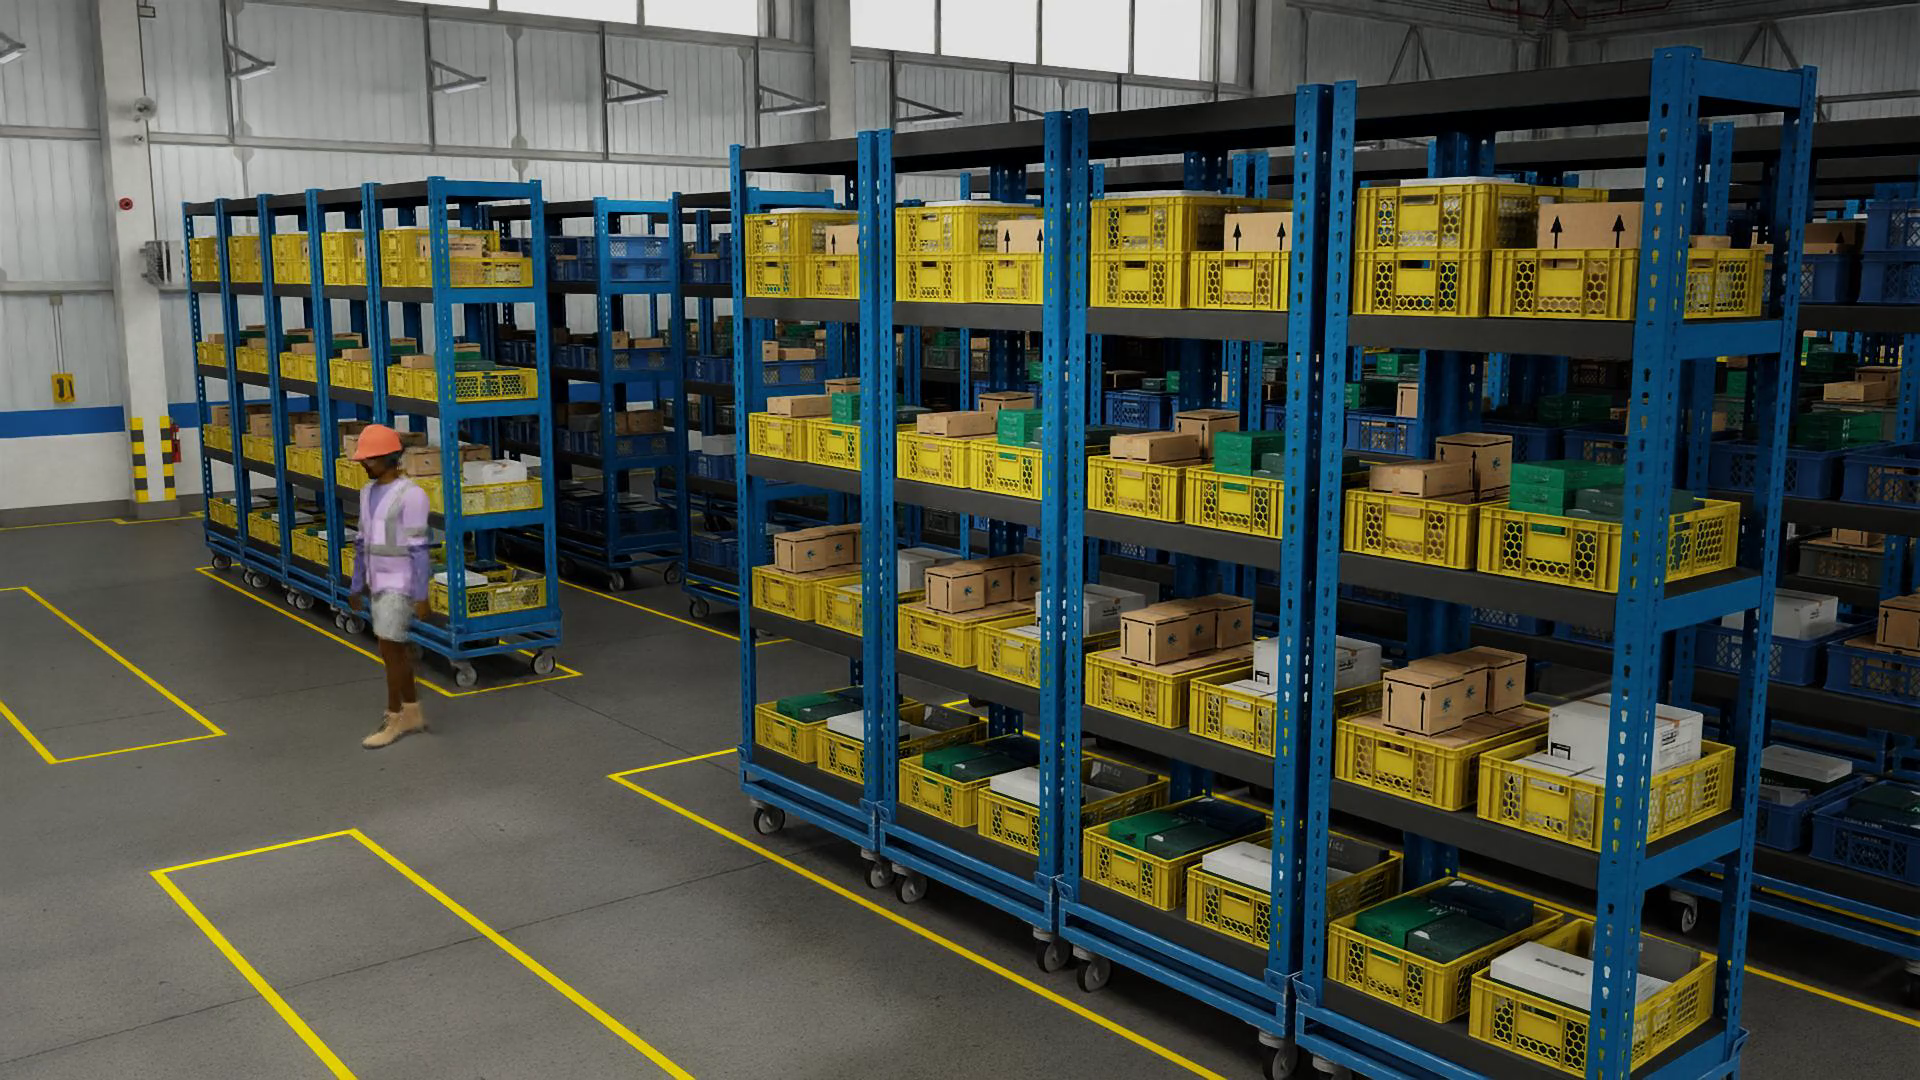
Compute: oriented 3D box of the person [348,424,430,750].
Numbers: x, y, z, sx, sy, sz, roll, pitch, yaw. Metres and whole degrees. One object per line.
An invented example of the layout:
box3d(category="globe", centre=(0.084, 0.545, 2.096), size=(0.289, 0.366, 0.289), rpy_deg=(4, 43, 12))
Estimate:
box3d(category="person", centre=(-3.601, 0.286, 10.432), size=(0.652, 2.038, 0.473), rpy_deg=(7, 12, 38))
